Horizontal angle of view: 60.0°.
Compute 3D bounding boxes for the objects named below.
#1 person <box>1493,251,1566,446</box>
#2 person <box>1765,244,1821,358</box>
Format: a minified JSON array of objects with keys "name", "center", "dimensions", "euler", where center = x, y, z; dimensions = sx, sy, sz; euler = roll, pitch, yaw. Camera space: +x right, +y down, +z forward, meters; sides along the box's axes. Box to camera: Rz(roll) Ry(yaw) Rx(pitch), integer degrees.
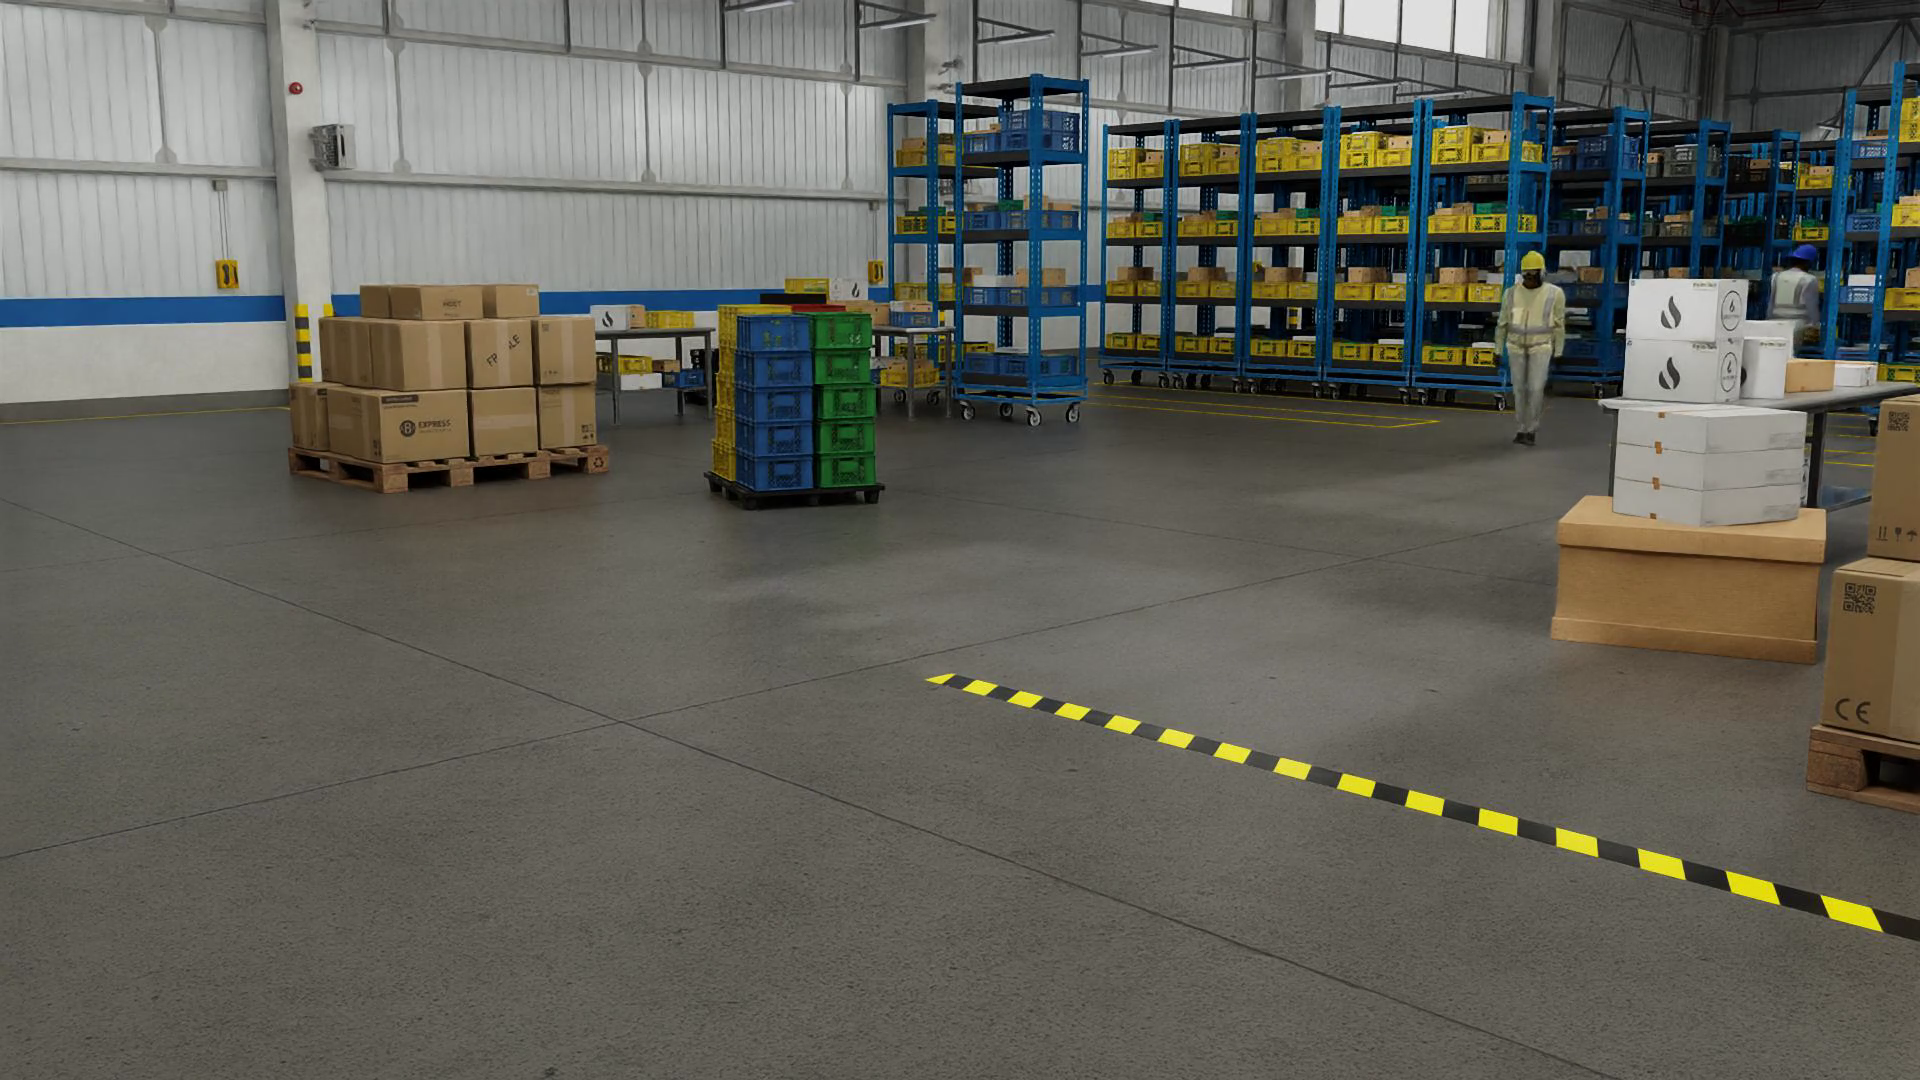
[{"name":"person","center":[5.260,-1.764,15.464],"dimensions":[0.609,1.801,0.815],"euler":[6,11,33]},{"name":"person","center":[9.966,-2.549,19.829],"dimensions":[0.592,1.914,0.630],"euler":[-4,10,-25]}]
